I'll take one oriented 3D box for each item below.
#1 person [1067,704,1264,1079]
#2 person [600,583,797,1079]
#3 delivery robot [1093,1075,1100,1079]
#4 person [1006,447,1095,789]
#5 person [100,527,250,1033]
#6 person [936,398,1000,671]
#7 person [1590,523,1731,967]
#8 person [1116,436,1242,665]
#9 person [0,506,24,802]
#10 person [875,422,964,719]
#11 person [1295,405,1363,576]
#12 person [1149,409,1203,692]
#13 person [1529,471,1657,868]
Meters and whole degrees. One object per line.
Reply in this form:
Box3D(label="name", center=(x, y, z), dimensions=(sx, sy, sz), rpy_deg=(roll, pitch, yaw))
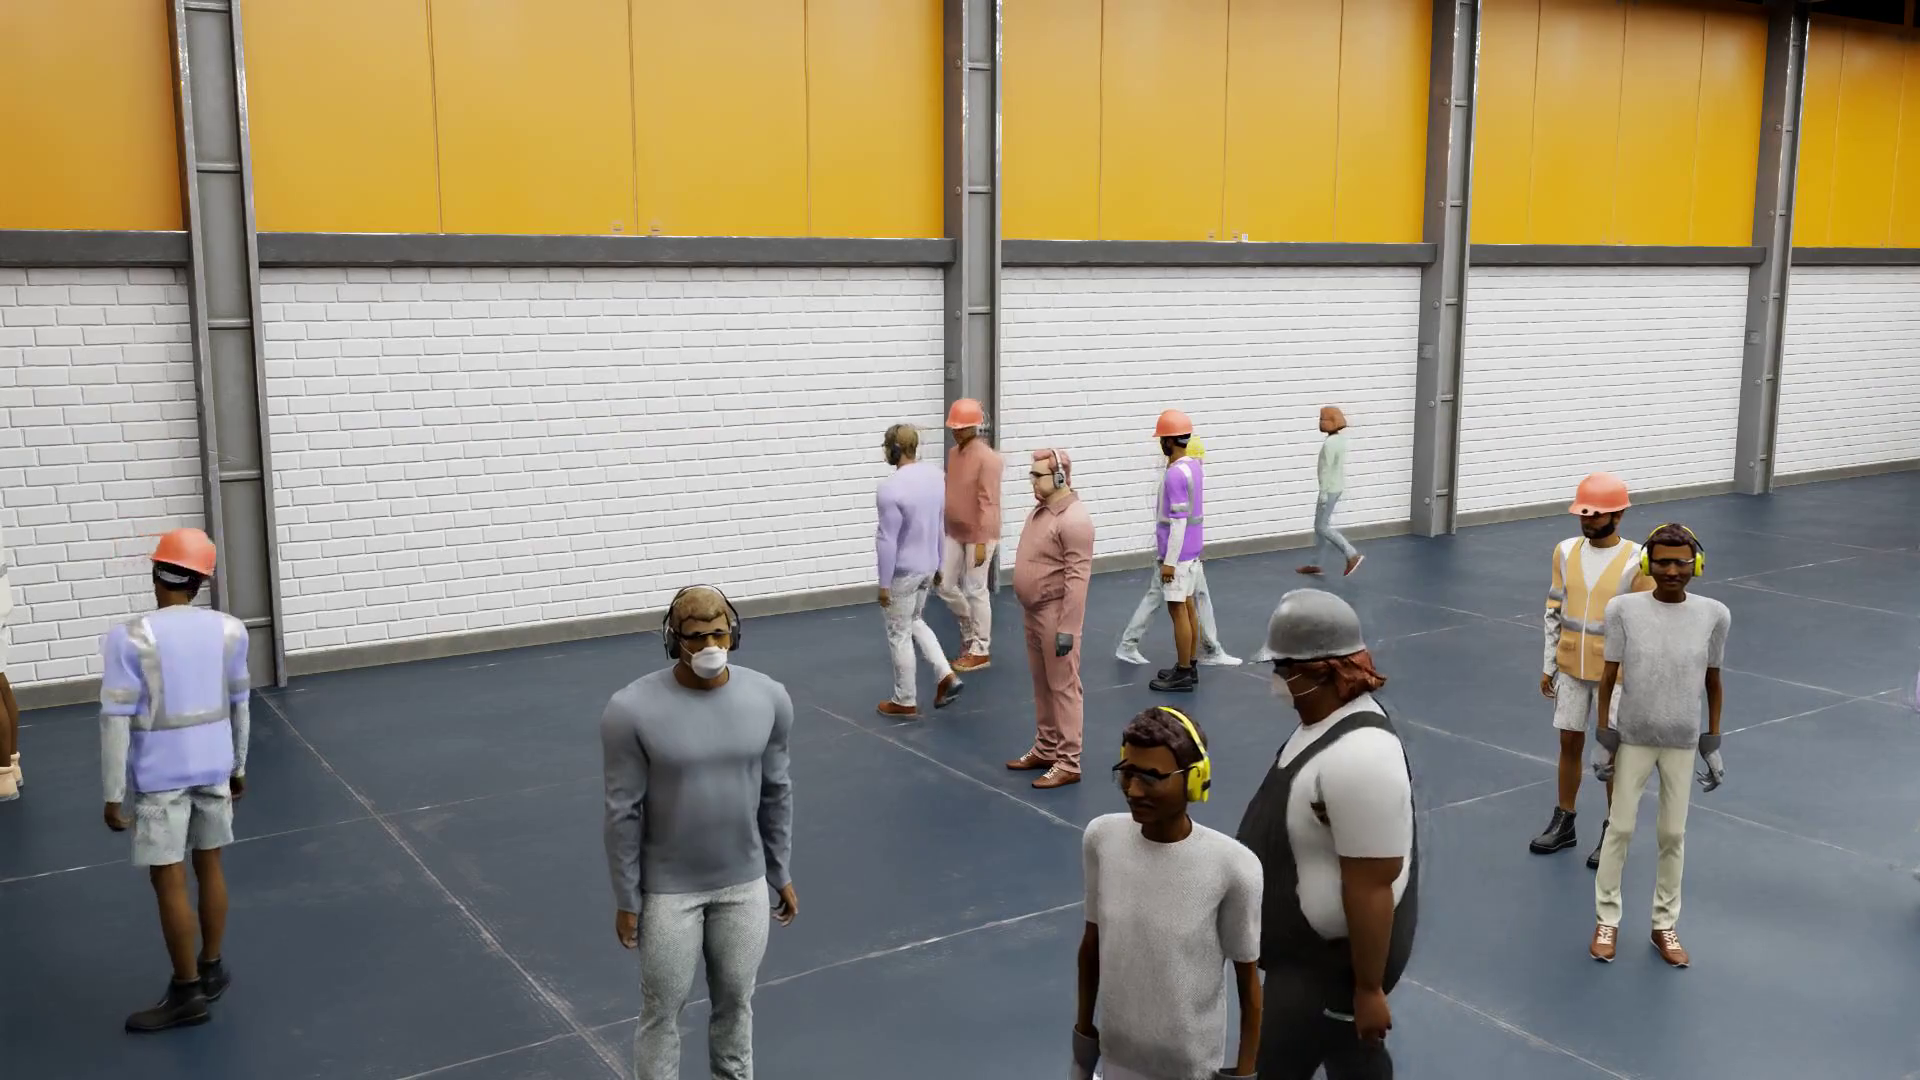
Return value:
Box3D(label="person", center=(0.495, 1.313, 4.109), dimensions=(0.521, 1.873, 0.336), rpy_deg=(7, 11, 34))
Box3D(label="person", center=(-0.808, 1.088, 5.260), dimensions=(0.627, 1.940, 0.374), rpy_deg=(-5, 11, -27))
Box3D(label="delivery robot", center=(0.359, 1.800, 4.848), dimensions=(0.707, 0.478, 0.477), rpy_deg=(1, 10, 5))
Box3D(label="person", center=(0.500, 0.427, 9.341), dimensions=(0.411, 1.908, 0.643), rpy_deg=(-3, 10, -19))
Box3D(label="person", center=(-3.036, 0.921, 6.448), dimensions=(0.466, 1.896, 0.658), rpy_deg=(7, 12, 36))
Box3D(label="person", center=(0.063, -0.037, 11.921), dimensions=(0.407, 1.972, 0.639), rpy_deg=(-7, 12, -35))
Box3D(label="person", center=(2.909, 0.847, 6.919), dimensions=(0.514, 1.871, 0.327), rpy_deg=(2, 10, 13))
Box3D(label="person", center=(1.567, 0.088, 12.046), dimensions=(0.913, 1.692, 0.491), rpy_deg=(-2, 10, -11))
Box3D(label="person", center=(-5.350, 0.415, 8.997), dimensions=(0.387, 2.045, 0.605), rpy_deg=(-3, 10, -18))
Box3D(label="person", center=(-0.298, 0.210, 10.563), dimensions=(0.500, 1.926, 0.638), rpy_deg=(6, 11, 33))
Box3D(label="person", center=(3.453, -0.447, 15.471), dimensions=(0.574, 1.625, 0.514), rpy_deg=(4, 10, 25))
Box3D(label="person", center=(1.468, 0.074, 11.379), dimensions=(0.368, 1.933, 0.552), rpy_deg=(3, 10, 20))
Box3D(label="person", center=(3.066, 0.626, 8.052), dimensions=(0.377, 1.932, 0.551), rpy_deg=(-8, 13, -41))
